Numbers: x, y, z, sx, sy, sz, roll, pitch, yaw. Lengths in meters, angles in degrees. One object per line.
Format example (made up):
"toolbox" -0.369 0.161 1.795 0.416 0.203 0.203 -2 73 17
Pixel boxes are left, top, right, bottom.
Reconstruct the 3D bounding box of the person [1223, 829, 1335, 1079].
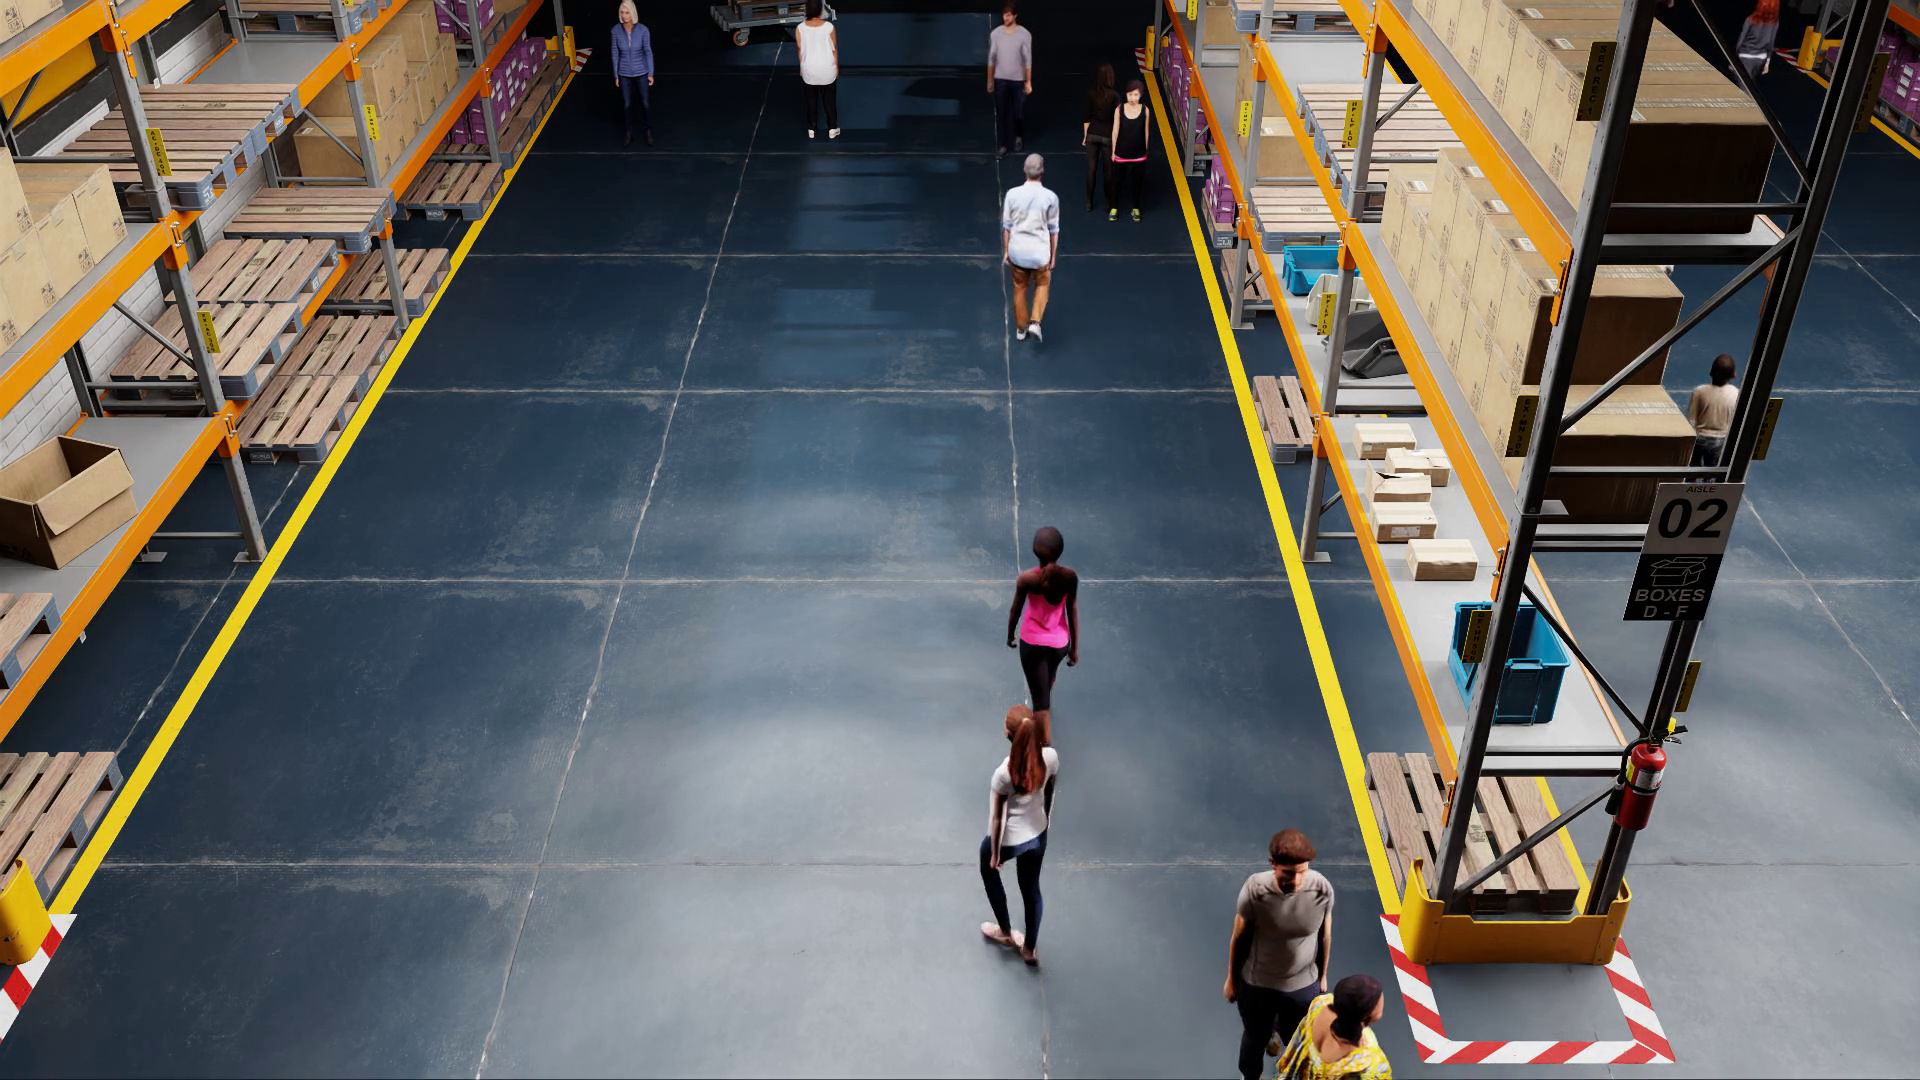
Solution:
"person" 1.554 2.078 8.223 0.669 1.877 0.818 -1 34 -2

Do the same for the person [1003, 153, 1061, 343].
"person" 0.639 -2.637 15.377 0.770 1.811 0.876 6 34 8

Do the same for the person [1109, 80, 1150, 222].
"person" 1.847 -4.224 18.000 0.538 1.551 0.489 0 34 0

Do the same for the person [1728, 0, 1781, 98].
"person" 9.535 -5.677 20.020 0.582 1.735 1.154 -1 34 -1

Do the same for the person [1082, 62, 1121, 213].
"person" 1.542 -4.395 18.175 0.633 1.642 0.601 9 35 14

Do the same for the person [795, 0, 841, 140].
"person" -1.713 -5.720 20.128 0.678 1.688 0.635 4 34 6

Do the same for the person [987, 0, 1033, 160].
"person" 0.612 -5.413 19.534 0.789 1.833 0.797 10 35 14

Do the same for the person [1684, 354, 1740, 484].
"person" 5.764 -0.727 12.826 0.702 1.454 0.859 11 35 15

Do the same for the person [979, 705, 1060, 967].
"person" 0.364 1.668 8.980 0.705 1.723 0.744 -17 37 -24

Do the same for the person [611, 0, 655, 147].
"person" -3.908 -5.605 19.906 0.654 1.740 0.562 -3 34 -4

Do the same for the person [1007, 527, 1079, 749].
"person" 0.541 0.732 10.440 0.697 1.667 1.140 -5 34 -7

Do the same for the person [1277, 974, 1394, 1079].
"person" 1.631 2.607 7.660 1.003 1.621 1.073 -13 36 -19
